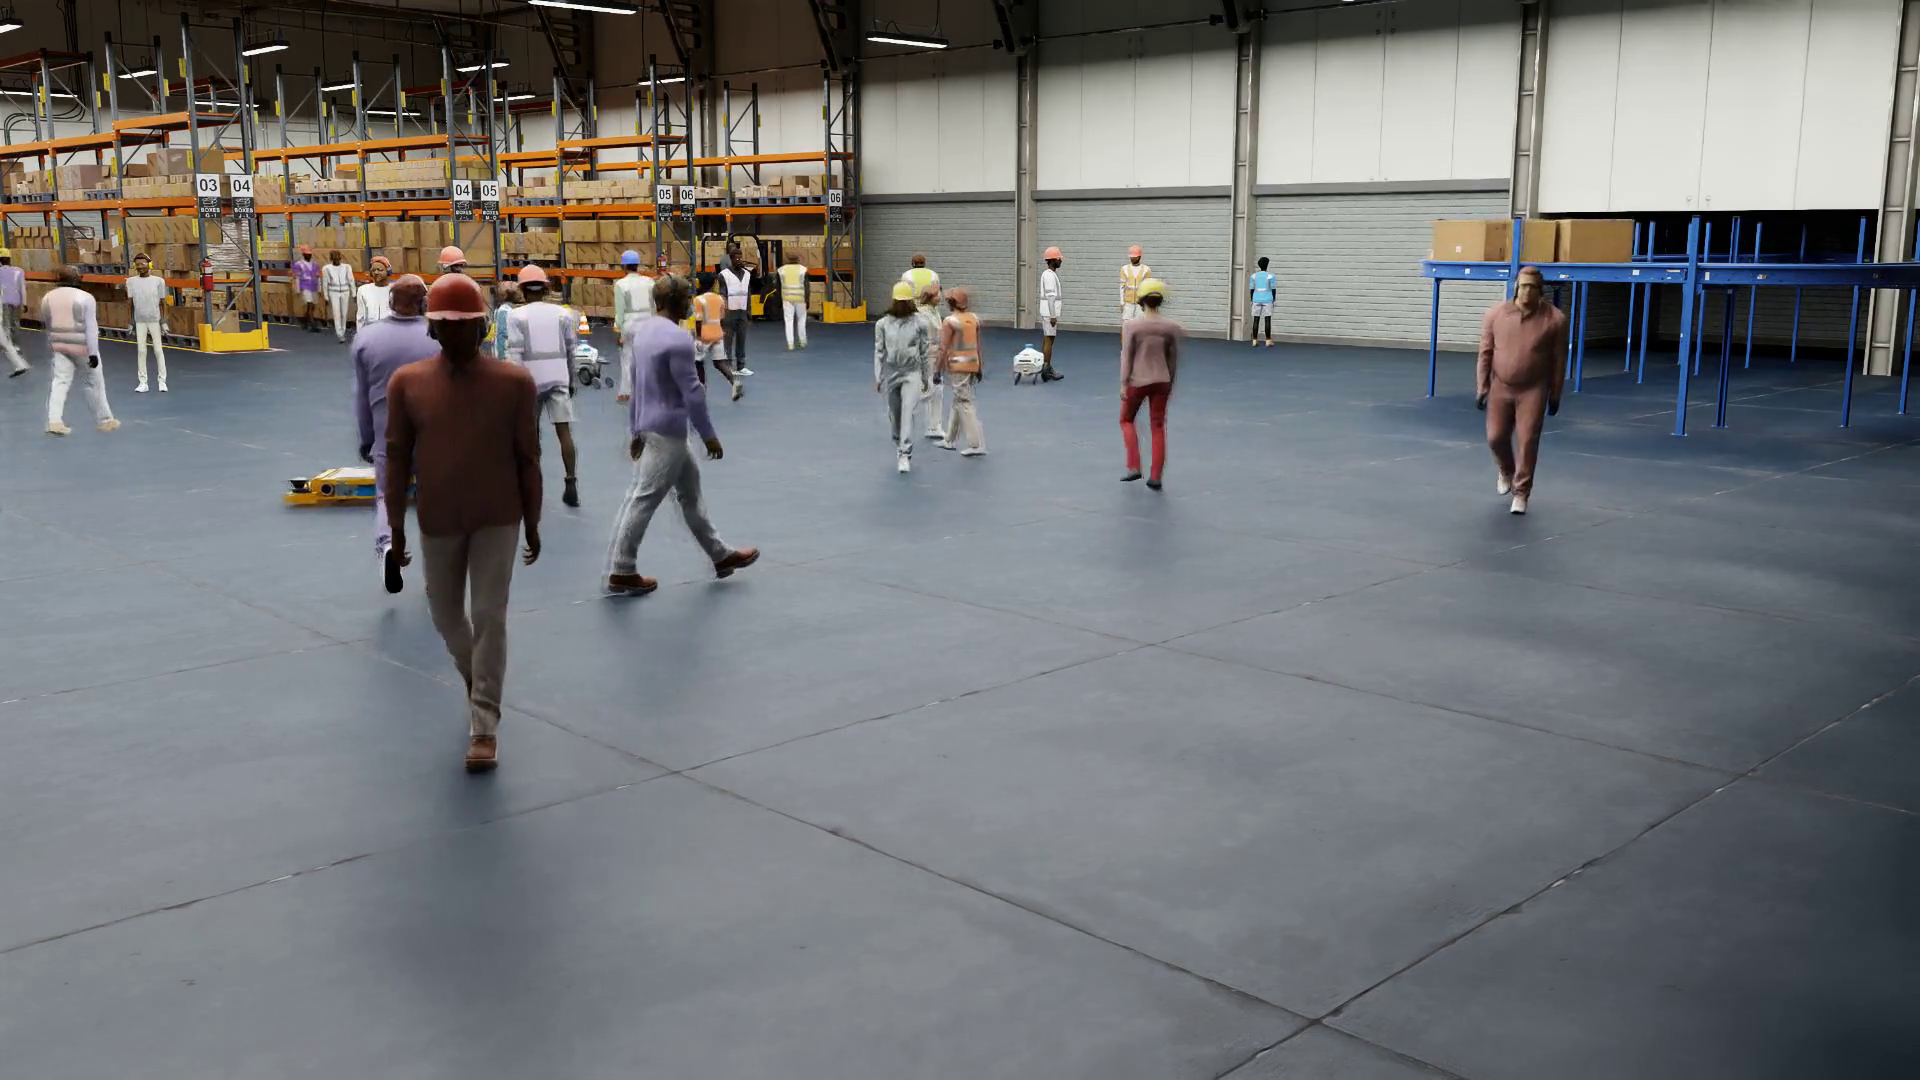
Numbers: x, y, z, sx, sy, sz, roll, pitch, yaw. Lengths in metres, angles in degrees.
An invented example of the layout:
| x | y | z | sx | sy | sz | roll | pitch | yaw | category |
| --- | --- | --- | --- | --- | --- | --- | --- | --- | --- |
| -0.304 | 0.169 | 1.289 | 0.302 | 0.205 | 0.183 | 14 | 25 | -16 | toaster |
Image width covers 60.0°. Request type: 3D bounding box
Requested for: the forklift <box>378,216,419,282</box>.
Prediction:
| x | y | z | sx | sy | sz | roll | pitch | yaw | category |
| --- | --- | --- | --- | --- | --- | --- | --- | --- | --- |
| -17.868 | -9.201 | 54.028 | 1.873 | 2.768 | 1.129 | -10 | 14 | -44 | forklift |

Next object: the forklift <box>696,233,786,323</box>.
| x | y | z | sx | sy | sz | roll | pitch | yaw | category |
| --- | --- | --- | --- | --- | --- | --- | --- | --- | --- |
| -5.496 | -6.489 | 41.108 | 2.313 | 2.155 | 1.214 | -10 | 14 | -44 | forklift |

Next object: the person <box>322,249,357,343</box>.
| x | y | z | sx | sy | sz | roll | pitch | yaw | category |
| --- | --- | --- | --- | --- | --- | --- | --- | --- | --- |
| -12.400 | -4.880 | 33.187 | 0.584 | 1.851 | 0.944 | -6 | 12 | -31 | person |

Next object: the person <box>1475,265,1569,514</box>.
| x | y | z | sx | sy | sz | roll | pitch | yaw | category |
| --- | --- | --- | --- | --- | --- | --- | --- | --- | --- |
| 4.336 | -1.175 | 12.849 | 0.652 | 1.885 | 0.639 | 5 | 12 | 26 | person |

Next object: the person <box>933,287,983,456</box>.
| x | y | z | sx | sy | sz | roll | pitch | yaw | category |
| --- | --- | --- | --- | --- | --- | --- | --- | --- | --- |
| -0.068 | -1.622 | 16.037 | 0.778 | 1.604 | 0.528 | 8 | 13 | 36 | person |

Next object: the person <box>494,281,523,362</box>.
| x | y | z | sx | sy | sz | roll | pitch | yaw | category |
| --- | --- | --- | --- | --- | --- | --- | --- | --- | --- |
| -4.781 | -1.948 | 17.778 | 0.446 | 1.622 | 0.529 | -1 | 10 | -5 | person |

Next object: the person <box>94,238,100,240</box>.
| x | y | z | sx | sy | sz | roll | pitch | yaw | category |
| --- | --- | --- | --- | --- | --- | --- | --- | --- | --- |
| -20.634 | -6.209 | 39.870 | 0.609 | 2.048 | 0.367 | -2 | 11 | -11 | person |

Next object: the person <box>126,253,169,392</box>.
| x | y | z | sx | sy | sz | roll | pitch | yaw | category |
| --- | --- | --- | --- | --- | --- | --- | --- | --- | --- |
| -11.026 | -2.949 | 22.576 | 0.516 | 1.872 | 0.327 | -3 | 11 | -16 | person |

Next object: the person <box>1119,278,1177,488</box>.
| x | y | z | sx | sy | sz | roll | pitch | yaw | category |
| --- | --- | --- | --- | --- | --- | --- | --- | --- | --- |
| 1.565 | -1.322 | 14.036 | 0.542 | 1.749 | 0.541 | -3 | 11 | -18 | person |

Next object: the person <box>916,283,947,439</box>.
| x | y | z | sx | sy | sz | roll | pitch | yaw | category |
| --- | --- | --- | --- | --- | --- | --- | --- | --- | --- |
| -0.389 | -1.869 | 17.355 | 0.555 | 1.617 | 0.525 | 4 | 11 | 20 | person |

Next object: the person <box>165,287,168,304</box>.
| x | y | z | sx | sy | sz | roll | pitch | yaw | category |
| --- | --- | --- | --- | --- | --- | --- | --- | --- | --- |
| -22.097 | -7.184 | 45.673 | 0.722 | 1.882 | 1.034 | 9 | 14 | 39 | person |

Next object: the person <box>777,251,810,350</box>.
| x | y | z | sx | sy | sz | roll | pitch | yaw | category |
| --- | --- | --- | --- | --- | --- | --- | --- | --- | --- |
| -3.099 | -4.482 | 31.114 | 0.647 | 1.795 | 0.928 | 1 | 10 | 3 | person |

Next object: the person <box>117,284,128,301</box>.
| x | y | z | sx | sy | sz | roll | pitch | yaw | category |
| --- | --- | --- | --- | --- | --- | --- | --- | --- | --- |
| -22.251 | -6.932 | 44.290 | 0.565 | 1.885 | 0.962 | -5 | 12 | -26 | person |

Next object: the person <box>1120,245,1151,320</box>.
| x | y | z | sx | sy | sz | roll | pitch | yaw | category |
| --- | --- | --- | --- | --- | --- | --- | --- | --- | --- |
| 3.082 | -4.201 | 29.241 | 0.547 | 1.929 | 0.385 | 1 | 10 | 7 | person |

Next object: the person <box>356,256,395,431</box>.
| x | y | z | sx | sy | sz | roll | pitch | yaw | category |
| --- | --- | --- | --- | --- | --- | --- | --- | --- | --- |
| -6.231 | -2.117 | 18.000 | 0.573 | 1.883 | 0.353 | -1 | 10 | -4 | person |

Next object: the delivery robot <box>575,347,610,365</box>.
| x | y | z | sx | sy | sz | roll | pitch | yaw | category |
| --- | --- | --- | --- | --- | --- | --- | --- | --- | --- |
| -5.235 | -2.587 | 23.333 | 0.698 | 0.223 | 0.335 | 7 | 12 | 31 | delivery robot |

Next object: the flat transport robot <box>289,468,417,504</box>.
| x | y | z | sx | sy | sz | roll | pitch | yaw | category |
| --- | --- | --- | --- | --- | --- | --- | --- | --- | --- |
| -4.604 | -0.455 | 13.452 | 1.431 | 0.197 | 0.652 | -1 | 10 | -7 | flat transport robot |

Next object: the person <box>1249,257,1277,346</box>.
| x | y | z | sx | sy | sz | roll | pitch | yaw | category |
| --- | --- | --- | --- | --- | --- | --- | --- | --- | --- |
| 5.793 | -4.554 | 31.790 | 0.531 | 1.699 | 0.320 | 6 | 12 | 28 | person |

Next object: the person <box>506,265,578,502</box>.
| x | y | z | sx | sy | sz | roll | pitch | yaw | category |
| --- | --- | --- | --- | --- | --- | --- | --- | --- | --- |
| -3.317 | -1.247 | 13.304 | 0.577 | 1.881 | 0.936 | -6 | 12 | -28 | person |

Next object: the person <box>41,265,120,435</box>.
| x | y | z | sx | sy | sz | roll | pitch | yaw | category |
| --- | --- | --- | --- | --- | --- | --- | --- | --- | --- |
| -9.487 | -2.035 | 17.805 | 0.641 | 1.798 | 0.950 | 2 | 11 | 8 | person |

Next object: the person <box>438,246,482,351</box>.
| x | y | z | sx | sy | sz | roll | pitch | yaw | category |
| --- | --- | --- | --- | --- | --- | --- | --- | --- | --- |
| -5.164 | -2.011 | 17.111 | 0.375 | 1.997 | 0.612 | 6 | 12 | 31 | person |

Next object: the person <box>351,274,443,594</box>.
| x | y | z | sx | sy | sz | roll | pitch | yaw | category |
| --- | --- | --- | --- | --- | --- | --- | --- | --- | --- |
| -3.231 | -0.610 | 9.767 | 0.639 | 1.889 | 0.735 | -1 | 10 | -8 | person |

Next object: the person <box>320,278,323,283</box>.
| x | y | z | sx | sy | sz | roll | pitch | yaw | category |
| --- | --- | --- | --- | --- | --- | --- | --- | --- | --- |
| -19.338 | -7.935 | 50.410 | 0.273 | 1.631 | 0.507 | 4 | 11 | 19 | person |

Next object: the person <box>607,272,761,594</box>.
| x | y | z | sx | sy | sz | roll | pitch | yaw | category |
| --- | --- | --- | --- | --- | --- | --- | --- | --- | --- |
| -1.687 | -0.639 | 9.933 | 1.033 | 1.884 | 0.633 | -5 | 12 | -27 | person |

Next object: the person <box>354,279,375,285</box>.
| x | y | z | sx | sy | sz | roll | pitch | yaw | category |
| --- | --- | --- | --- | --- | --- | --- | --- | --- | --- |
| -15.245 | -6.631 | 42.504 | 0.594 | 1.922 | 0.386 | -7 | 12 | -32 | person |

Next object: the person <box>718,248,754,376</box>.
| x | y | z | sx | sy | sz | roll | pitch | yaw | category |
| --- | --- | --- | --- | --- | --- | --- | --- | --- | --- |
| -3.413 | -3.453 | 25.219 | 0.381 | 1.912 | 0.592 | 9 | 13 | 39 | person |

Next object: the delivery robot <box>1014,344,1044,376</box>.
| x | y | z | sx | sy | sz | roll | pitch | yaw | category |
| --- | --- | --- | --- | --- | --- | --- | --- | --- | --- |
| 0.999 | -2.584 | 24.035 | 0.477 | 0.478 | 0.707 | 2 | 11 | 12 | delivery robot |

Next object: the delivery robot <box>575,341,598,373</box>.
| x | y | z | sx | sy | sz | roll | pitch | yaw | category |
| --- | --- | --- | --- | --- | --- | --- | --- | --- | --- |
| -5.628 | -2.746 | 24.915 | 0.477 | 0.478 | 0.707 | -1 | 10 | -7 | delivery robot |

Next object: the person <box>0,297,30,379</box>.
| x | y | z | sx | sy | sz | roll | pitch | yaw | category |
| --- | --- | --- | --- | --- | --- | --- | --- | --- | --- |
| -14.226 | -3.233 | 24.381 | 0.948 | 1.791 | 0.603 | -4 | 11 | -21 | person |

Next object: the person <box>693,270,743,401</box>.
| x | y | z | sx | sy | sz | roll | pitch | yaw | category |
| --- | --- | --- | --- | --- | --- | --- | --- | --- | --- |
| -3.098 | -2.541 | 20.895 | 0.722 | 1.677 | 0.538 | 7 | 13 | 34 | person |

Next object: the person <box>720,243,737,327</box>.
| x | y | z | sx | sy | sz | roll | pitch | yaw | category |
| --- | --- | --- | --- | --- | --- | --- | --- | --- | --- |
| -5.304 | -5.948 | 38.742 | 0.354 | 1.936 | 0.635 | 9 | 14 | 40 | person |

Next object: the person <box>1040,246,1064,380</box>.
| x | y | z | sx | sy | sz | roll | pitch | yaw | category |
| --- | --- | --- | --- | --- | --- | --- | --- | --- | --- |
| 1.358 | -3.348 | 24.556 | 0.353 | 1.942 | 0.543 | 0 | 10 | -3 | person |

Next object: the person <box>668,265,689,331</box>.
| x | y | z | sx | sy | sz | roll | pitch | yaw | category |
| --- | --- | --- | --- | --- | --- | --- | --- | --- | --- |
| -4.783 | -3.746 | 27.637 | 0.787 | 1.596 | 0.532 | -1 | 10 | -8 | person |

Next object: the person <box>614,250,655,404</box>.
| x | y | z | sx | sy | sz | roll | pitch | yaw | category |
| --- | --- | --- | --- | --- | --- | --- | --- | --- | --- |
| -4.103 | -2.680 | 20.957 | 0.609 | 1.947 | 0.488 | -9 | 14 | -41 | person |

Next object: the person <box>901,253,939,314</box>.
| x | y | z | sx | sy | sz | roll | pitch | yaw | category |
| --- | --- | --- | --- | --- | --- | --- | --- | --- | --- |
| -0.631 | -3.517 | 25.757 | 0.633 | 1.839 | 0.429 | -4 | 11 | -20 | person |

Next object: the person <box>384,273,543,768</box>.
| x | y | z | sx | sy | sz | roll | pitch | yaw | category |
| --- | --- | --- | --- | --- | --- | --- | --- | --- | --- |
| -2.032 | -0.115 | 6.862 | 0.631 | 1.968 | 0.874 | -1 | 10 | -8 | person |

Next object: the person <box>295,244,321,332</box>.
| x | y | z | sx | sy | sz | roll | pitch | yaw | category |
| --- | --- | --- | --- | --- | --- | --- | --- | --- | --- |
| -14.408 | -5.564 | 36.728 | 0.796 | 1.916 | 0.548 | 9 | 14 | 40 | person |

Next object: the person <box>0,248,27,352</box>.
| x | y | z | sx | sy | sz | roll | pitch | yaw | category |
| --- | --- | --- | --- | --- | --- | --- | --- | --- | --- |
| -17.208 | -4.331 | 30.068 | 0.598 | 1.892 | 0.953 | -6 | 12 | -30 | person |

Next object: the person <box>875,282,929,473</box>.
| x | y | z | sx | sy | sz | roll | pitch | yaw | category |
| --- | --- | --- | --- | --- | --- | --- | --- | --- | --- |
| -0.519 | -1.512 | 15.226 | 0.478 | 1.693 | 0.916 | 1 | 10 | 4 | person |
